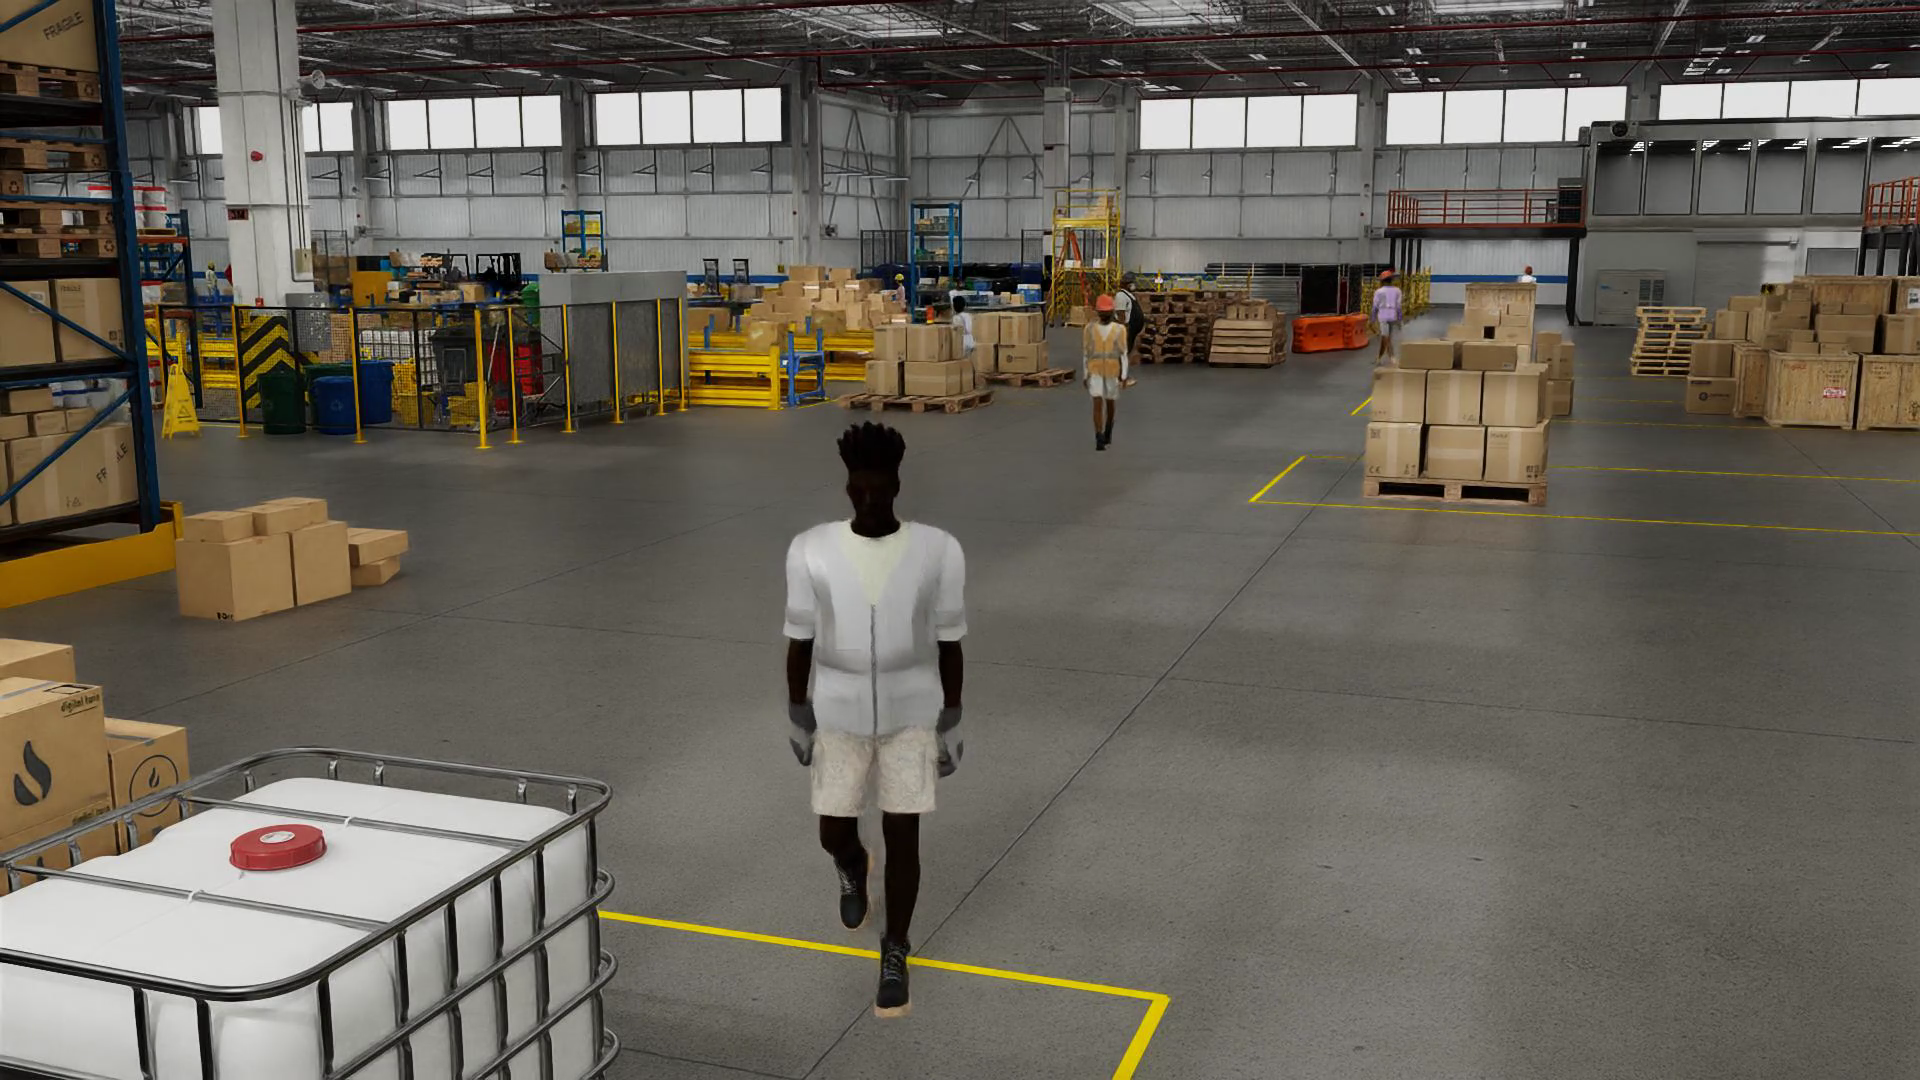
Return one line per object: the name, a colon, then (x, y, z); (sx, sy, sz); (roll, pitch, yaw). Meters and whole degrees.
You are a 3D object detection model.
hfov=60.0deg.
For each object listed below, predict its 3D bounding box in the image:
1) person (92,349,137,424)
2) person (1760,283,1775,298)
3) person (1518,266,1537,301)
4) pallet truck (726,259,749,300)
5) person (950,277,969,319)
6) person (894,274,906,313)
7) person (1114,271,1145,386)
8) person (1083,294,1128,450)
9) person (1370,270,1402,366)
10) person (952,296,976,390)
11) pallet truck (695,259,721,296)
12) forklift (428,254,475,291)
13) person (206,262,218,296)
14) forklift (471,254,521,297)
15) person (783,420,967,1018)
person: (-10.438, -2.077, 20.809); (0.861, 1.791, 0.629); (4, 11, 21)
person: (14.383, -3.630, 29.478); (0.520, 1.839, 0.886); (-7, 12, -36)
person: (17.226, -7.395, 50.576); (0.593, 1.862, 0.547); (5, 11, 28)
pallet truck: (-7.986, -9.493, 62.019); (0.823, 1.965, 1.885); (3, 11, 17)
person: (0.052, -4.751, 35.820); (0.517, 1.813, 0.985); (-6, 12, -31)
person: (-1.530, -5.917, 42.536); (0.313, 1.769, 0.523); (0, 10, 2)
person: (3.015, -3.764, 29.635); (0.537, 2.000, 0.689); (3, 11, 17)
person: (1.796, -2.092, 20.602); (0.550, 1.913, 0.866); (1, 10, 5)
person: (8.771, -4.543, 34.223); (0.613, 1.984, 1.067); (-3, 11, -19)
person: (-0.031, -3.192, 27.456); (0.708, 1.656, 0.525); (3, 11, 17)
pallet truck: (-9.165, -9.627, 62.776); (0.823, 1.965, 1.885); (4, 11, 23)
forklift: (-20.133, -10.254, 65.465); (1.157, 1.987, 2.680); (3, 11, 19)
person: (-29.402, -10.000, 65.376); (0.403, 1.823, 0.597); (-10, 14, -43)
forklift: (-17.990, -10.121, 64.684); (1.157, 1.987, 2.680); (3, 11, 17)
person: (-0.278, 0.556, 5.582); (0.608, 1.950, 0.661); (0, 10, 0)
